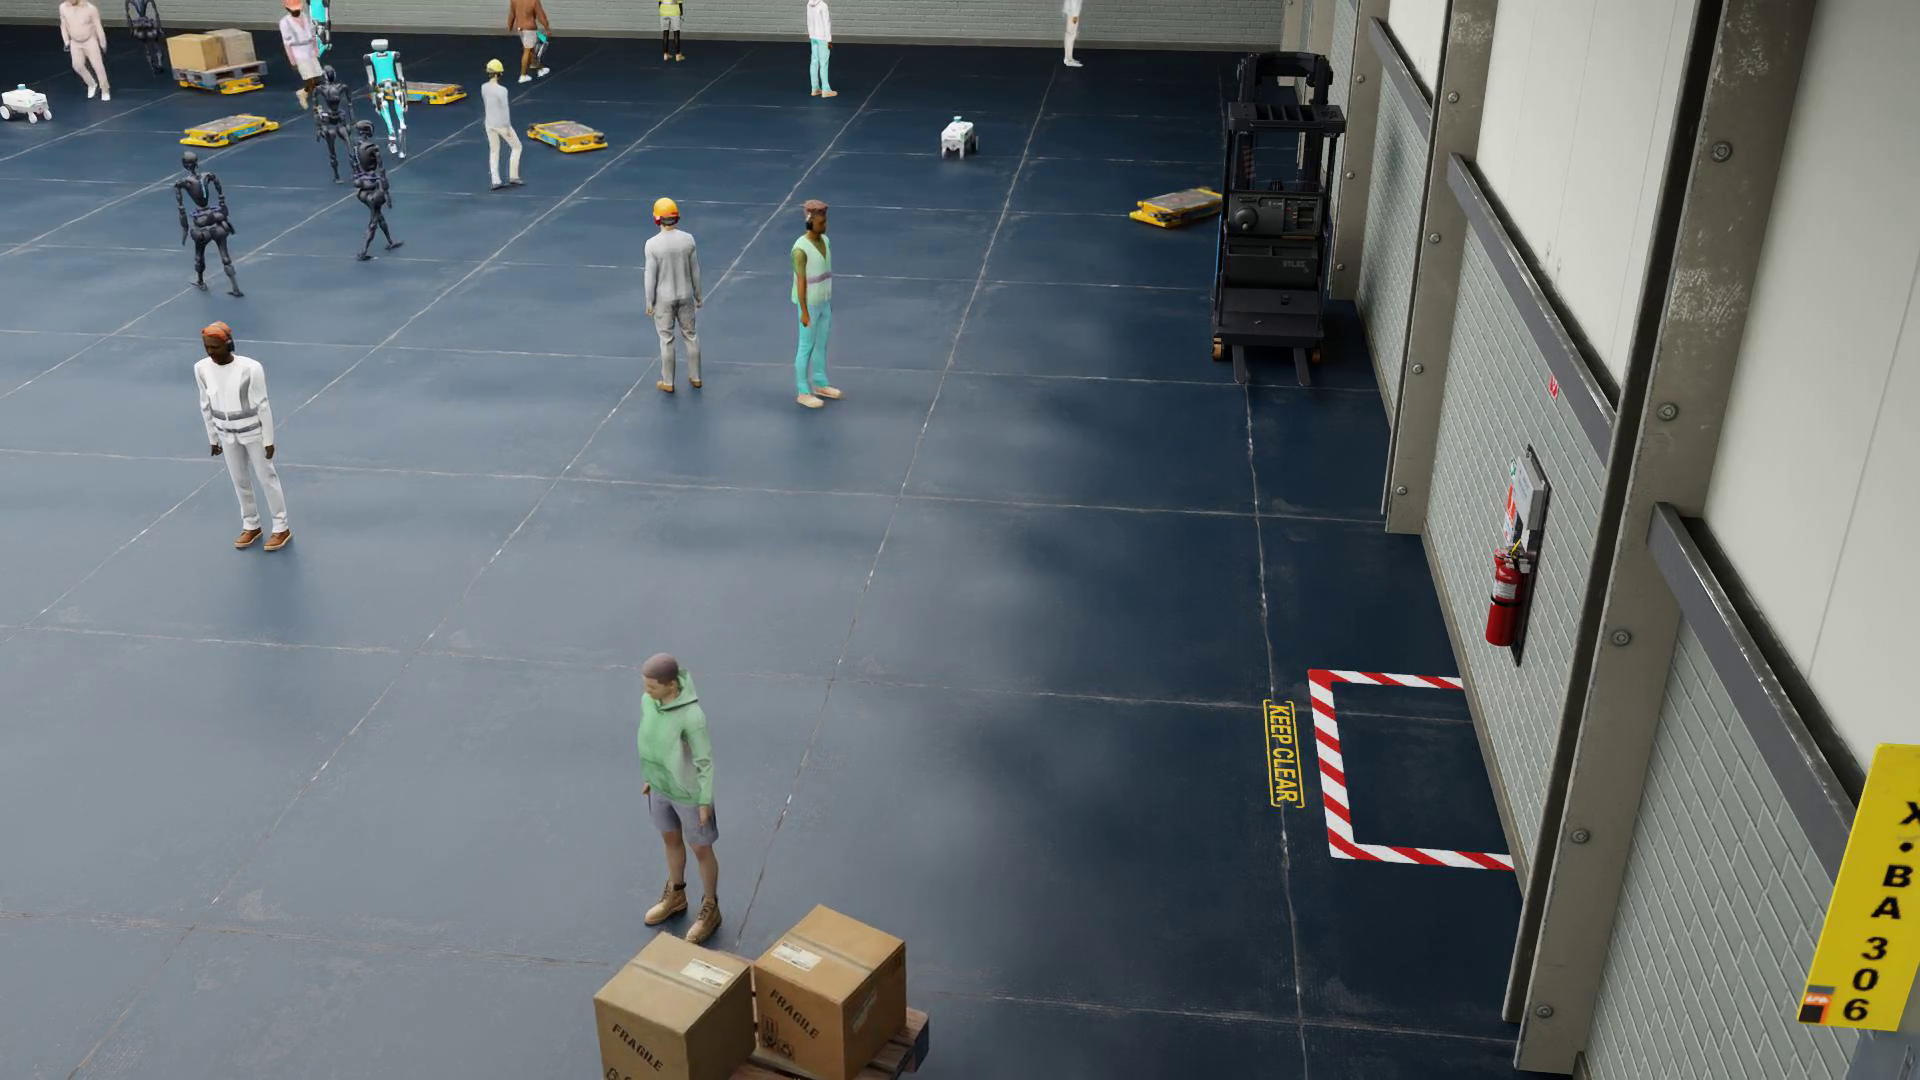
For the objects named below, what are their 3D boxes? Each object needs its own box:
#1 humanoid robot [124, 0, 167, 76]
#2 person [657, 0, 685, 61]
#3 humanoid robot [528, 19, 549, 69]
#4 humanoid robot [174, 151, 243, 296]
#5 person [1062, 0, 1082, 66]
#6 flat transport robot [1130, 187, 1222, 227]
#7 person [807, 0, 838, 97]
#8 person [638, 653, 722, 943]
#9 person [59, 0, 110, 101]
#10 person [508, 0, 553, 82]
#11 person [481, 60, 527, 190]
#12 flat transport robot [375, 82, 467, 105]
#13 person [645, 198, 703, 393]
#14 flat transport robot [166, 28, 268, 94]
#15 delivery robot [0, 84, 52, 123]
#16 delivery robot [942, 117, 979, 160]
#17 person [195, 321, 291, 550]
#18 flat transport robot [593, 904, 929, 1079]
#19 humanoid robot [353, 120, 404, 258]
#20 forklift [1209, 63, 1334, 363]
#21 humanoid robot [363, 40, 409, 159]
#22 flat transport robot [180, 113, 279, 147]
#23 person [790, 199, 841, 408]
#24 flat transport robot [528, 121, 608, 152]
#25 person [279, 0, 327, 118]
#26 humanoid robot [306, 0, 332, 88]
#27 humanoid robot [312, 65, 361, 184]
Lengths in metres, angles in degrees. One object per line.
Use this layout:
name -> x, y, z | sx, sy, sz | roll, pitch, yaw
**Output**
humanoid robot -> -14.689, -9.217, 29.980 | 0.589, 1.645, 0.377 | -7, 27, -14
person -> -5.433, -9.886, 31.286 | 0.528, 1.689, 0.322 | 7, 28, 14
humanoid robot -> -7.811, -9.492, 30.444 | 0.675, 1.802, 0.532 | -15, 30, -27
humanoid robot -> -8.511, -3.575, 18.739 | 0.758, 1.625, 0.596 | 19, 33, 34
person -> 2.086, -9.769, 30.847 | 0.403, 1.876, 0.497 | 0, 27, -1
flat transport robot -> 2.975, -4.375, 21.872 | 1.431, 0.231, 0.659 | -20, 33, -34
person -> -2.382, -8.540, 28.351 | 0.496, 1.916, 0.378 | 22, 34, 37
person -> -1.485, 1.345, 8.813 | 0.471, 1.737, 0.330 | 18, 32, 32
person -> -14.762, -8.367, 28.047 | 0.659, 1.889, 0.436 | -1, 27, -2
person -> -7.672, -9.147, 29.670 | 0.766, 1.805, 0.884 | 14, 30, 26
person -> -6.310, -5.713, 22.896 | 0.527, 1.740, 0.544 | 16, 31, 29
flat transport robot -> -9.220, -7.615, 28.341 | 1.431, 0.231, 0.659 | 8, 28, 15
person -> -2.760, -2.360, 16.047 | 0.570, 1.888, 0.379 | -14, 30, -26
flat transport robot -> -12.971, -8.025, 29.160 | 1.431, 0.231, 0.659 | 16, 31, 28
delivery robot -> -15.146, -7.059, 26.932 | 0.803, 0.614, 0.499 | 13, 29, 24
delivery robot -> -0.032, -6.015, 24.819 | 0.499, 0.587, 0.785 | 6, 27, 12
person -> -5.599, -0.809, 12.967 | 0.565, 1.879, 0.351 | 3, 27, 7
flat transport robot -> -0.872, 2.624, 7.901 | 0.659, 0.231, 1.431 | 11, 29, 21
humanoid robot -> -7.124, -4.250, 20.101 | 0.609, 1.628, 0.768 | 18, 32, 32
forklift -> 3.241, -3.477, 17.183 | 1.129, 2.768, 1.873 | 3, 27, 6
humanoid robot -> -8.263, -6.339, 24.144 | 0.546, 1.728, 1.013 | -11, 29, -20
flat transport robot -> -11.351, -6.362, 25.840 | 0.659, 0.231, 1.431 | 9, 28, 17
person -> -1.389, -2.247, 15.718 | 0.385, 1.977, 0.489 | 13, 29, 24
flat transport robot -> -6.026, -6.192, 25.499 | 0.659, 0.231, 1.431 | -19, 32, -33
person -> -10.607, -7.784, 26.749 | 0.695, 1.998, 0.663 | 14, 30, 26
humanoid robot -> -11.178, -8.649, 28.693 | 0.530, 1.723, 0.730 | 16, 31, 28
humanoid robot -> -8.635, -5.736, 23.021 | 0.600, 1.640, 0.599 | -19, 32, -33
